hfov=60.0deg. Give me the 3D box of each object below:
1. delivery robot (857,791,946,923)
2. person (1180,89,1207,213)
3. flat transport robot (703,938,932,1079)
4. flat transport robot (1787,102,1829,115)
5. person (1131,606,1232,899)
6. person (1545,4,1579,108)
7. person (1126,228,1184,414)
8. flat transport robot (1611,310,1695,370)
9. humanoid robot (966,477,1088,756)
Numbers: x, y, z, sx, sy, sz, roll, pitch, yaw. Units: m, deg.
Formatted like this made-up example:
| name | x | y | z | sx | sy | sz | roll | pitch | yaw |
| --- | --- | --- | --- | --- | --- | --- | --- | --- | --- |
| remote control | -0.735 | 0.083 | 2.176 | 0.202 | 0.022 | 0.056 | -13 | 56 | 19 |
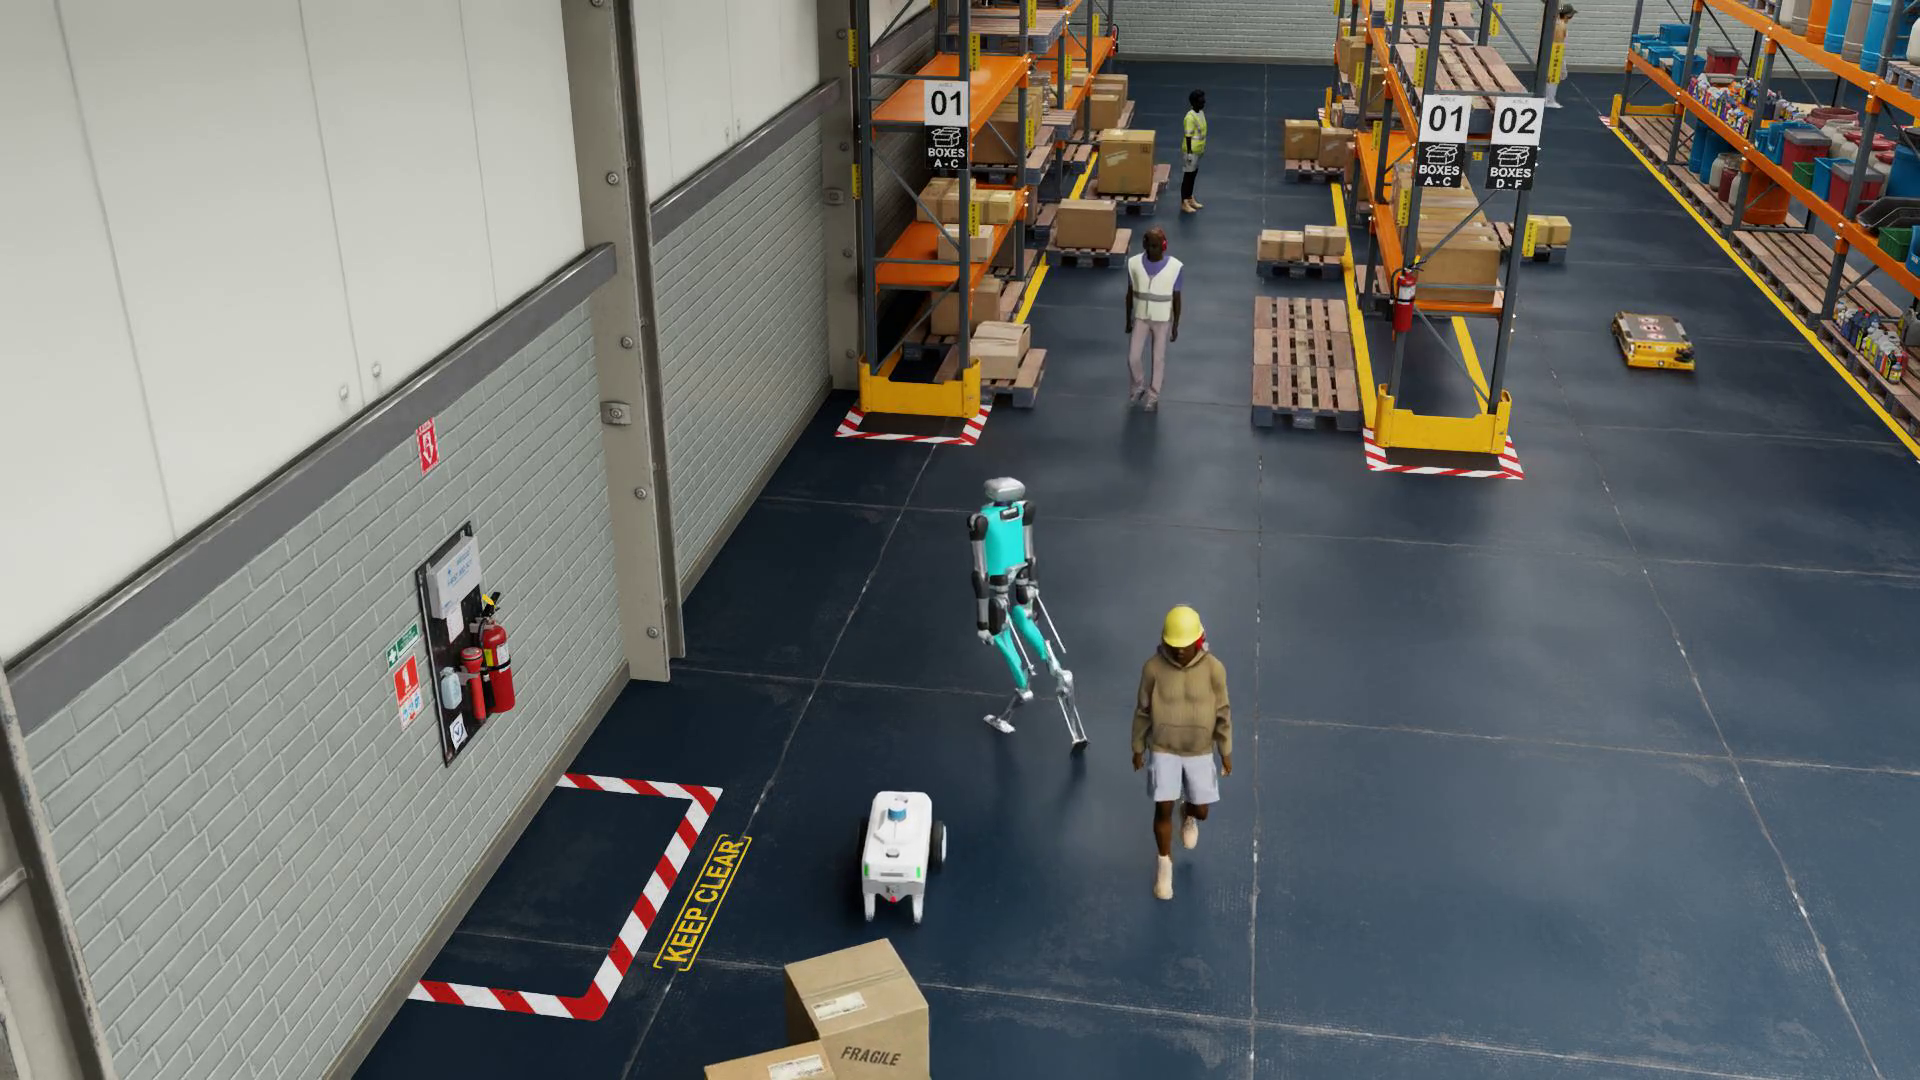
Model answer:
| name | x | y | z | sx | sy | sz | roll | pitch | yaw |
| --- | --- | --- | --- | --- | --- | --- | --- | --- | --- |
| delivery robot | -0.347 | 1.728 | 9.312 | 0.499 | 0.587 | 0.788 | 1 | 25 | 3 |
| person | 3.289 | -5.467 | 23.370 | 0.316 | 1.696 | 0.540 | 11 | 27 | 23 |
| flat transport robot | -0.612 | 2.848 | 7.261 | 0.659 | 0.231 | 1.431 | -13 | 28 | -26 |
| flat transport robot | 13.354 | -6.272 | 26.781 | 0.659 | 0.231 | 1.431 | 17 | 30 | 32 |
| person | 1.223 | 1.124 | 9.202 | 0.569 | 1.746 | 0.527 | 3 | 25 | 6 |
| person | 10.963 | -8.846 | 30.424 | 0.476 | 1.849 | 0.529 | 10 | 27 | 20 |
| person | 1.850 | -2.105 | 16.026 | 0.561 | 1.829 | 0.477 | 9 | 26 | 18 |
| flat transport robot | 7.485 | -2.165 | 17.991 | 0.659 | 0.231 | 1.431 | 6 | 26 | 12 |
| humanoid robot | 0.500 | 0.552 | 10.483 | 0.568 | 1.768 | 1.004 | -21 | 32 | -38 |
